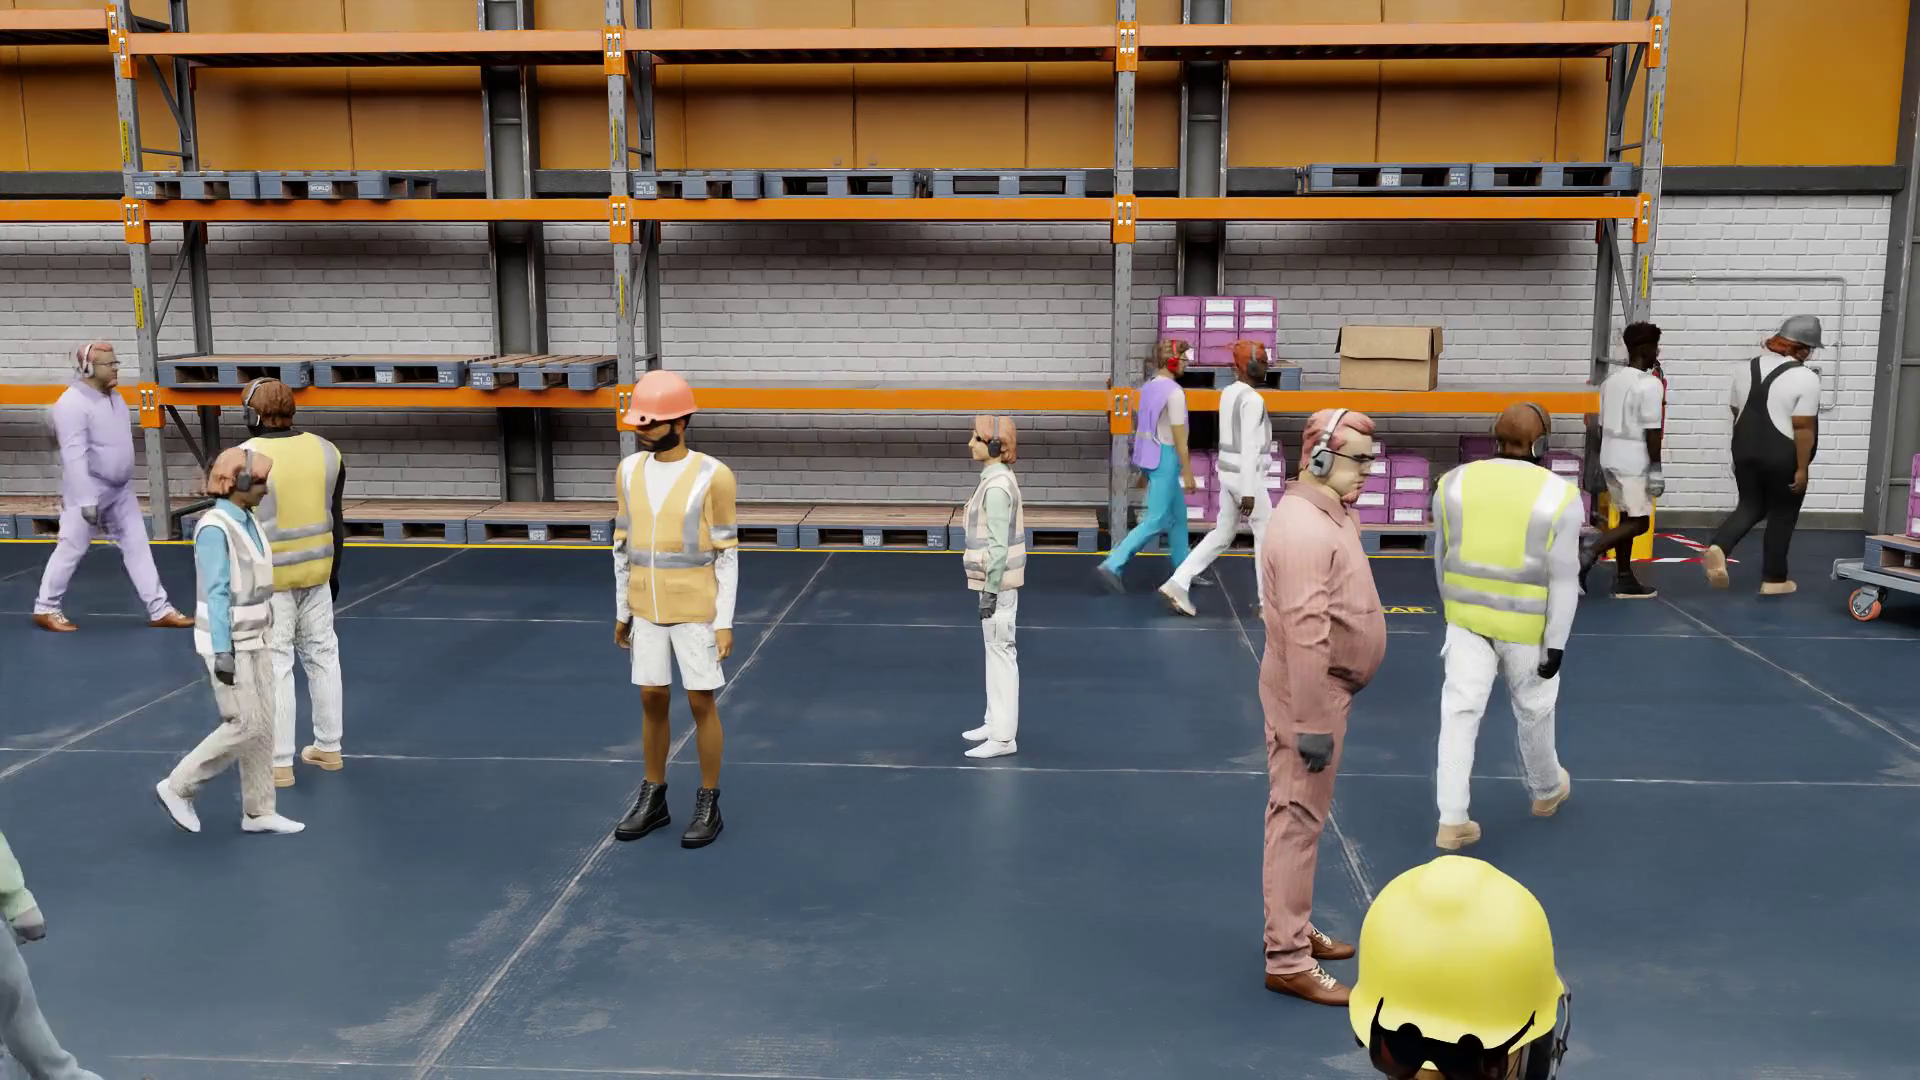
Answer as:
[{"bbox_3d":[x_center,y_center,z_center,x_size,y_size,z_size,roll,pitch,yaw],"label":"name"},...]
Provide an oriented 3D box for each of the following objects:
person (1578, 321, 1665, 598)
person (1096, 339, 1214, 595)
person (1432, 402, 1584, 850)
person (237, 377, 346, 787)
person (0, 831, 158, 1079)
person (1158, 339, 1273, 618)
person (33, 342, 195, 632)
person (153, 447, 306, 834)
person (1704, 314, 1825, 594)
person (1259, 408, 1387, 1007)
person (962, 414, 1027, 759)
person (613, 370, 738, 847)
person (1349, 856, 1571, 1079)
[{"bbox_3d":[4.514,-0.526,11.401,0.701,1.943,0.625,-1,10,-7],"label":"person"},{"bbox_3d":[1.386,-0.512,11.720,0.884,1.810,0.579,-2,10,-13],"label":"person"},{"bbox_3d":[2.241,0.330,6.833,0.635,1.792,0.946,7,12,36],"label":"person"},{"bbox_3d":[-3.073,0.188,7.523,0.429,1.845,0.621,6,11,31],"label":"person"},{"bbox_3d":[-2.579,0.880,4.219,0.877,1.583,0.509,-8,13,-40],"label":"person"},{"bbox_3d":[1.781,-0.386,10.865,0.892,1.856,0.584,-2,10,-10],"label":"person"},{"bbox_3d":[-5.459,-0.323,10.503,1.005,1.856,0.663,1,10,5],"label":"person"},{"bbox_3d":[-2.987,0.429,6.758,0.480,1.612,0.540,0,10,-3],"label":"person"},{"bbox_3d":[5.608,-0.603,11.571,0.772,2.000,0.693,-4,11,-23],"label":"person"},{"bbox_3d":[1.170,0.522,5.403,0.401,1.901,0.642,2,10,14],"label":"person"},{"bbox_3d":[0.163,0.216,7.938,0.308,1.645,0.514,0,10,0],"label":"person"},{"bbox_3d":[-1.162,0.282,6.709,0.543,1.932,0.376,4,10,21],"label":"person"},{"bbox_3d":[0.520,1.195,1.845,0.534,1.767,0.313,4,11,23],"label":"person"}]
